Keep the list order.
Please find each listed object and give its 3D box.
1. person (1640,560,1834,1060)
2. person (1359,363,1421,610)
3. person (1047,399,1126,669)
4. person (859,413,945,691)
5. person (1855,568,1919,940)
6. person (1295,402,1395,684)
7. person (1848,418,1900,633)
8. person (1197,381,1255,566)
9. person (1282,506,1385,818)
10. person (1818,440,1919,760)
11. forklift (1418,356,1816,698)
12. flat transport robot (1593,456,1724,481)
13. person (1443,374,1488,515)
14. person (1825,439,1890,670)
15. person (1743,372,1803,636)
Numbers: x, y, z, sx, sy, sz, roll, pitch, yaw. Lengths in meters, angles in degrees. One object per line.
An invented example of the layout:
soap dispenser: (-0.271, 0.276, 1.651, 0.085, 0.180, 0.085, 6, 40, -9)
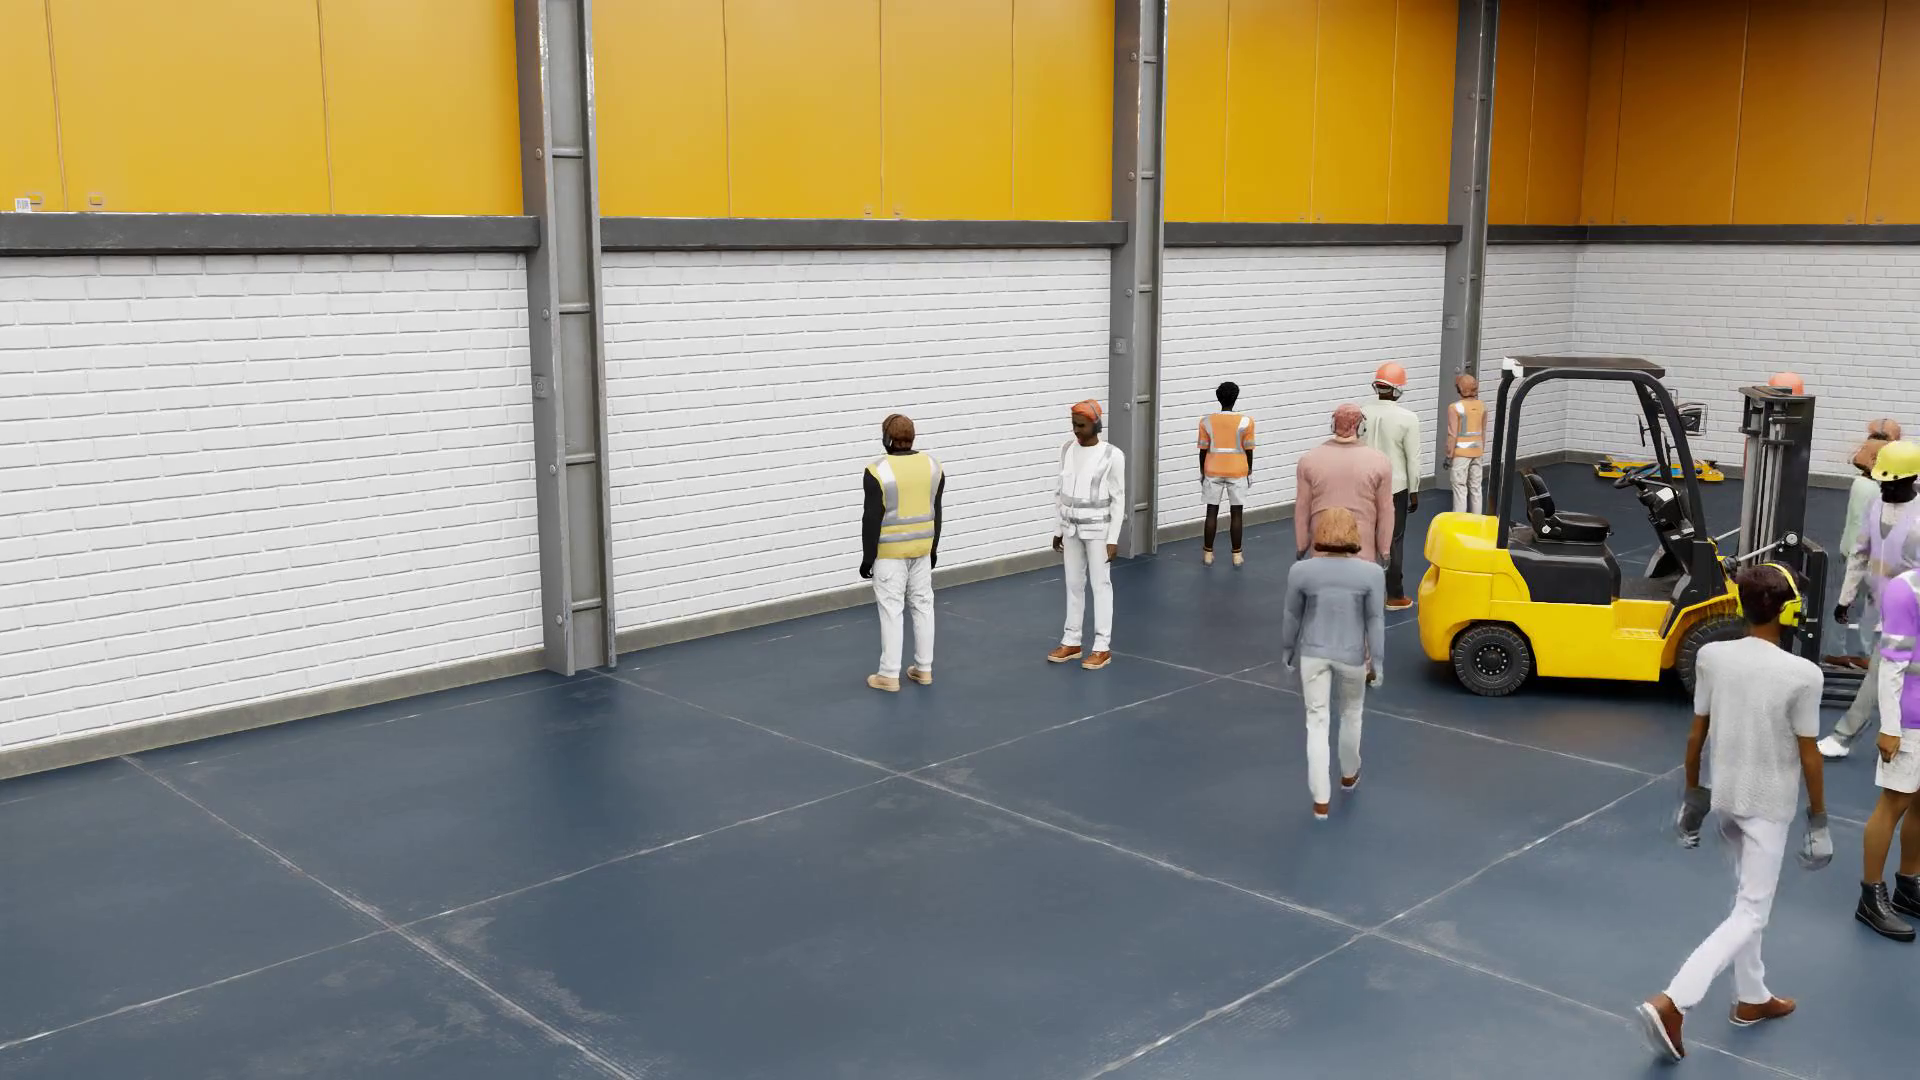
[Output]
person: (2.868, 0.990, 6.119, 0.859, 1.842, 0.522, -5, 11, -23)
person: (3.422, -0.430, 13.414, 0.613, 1.994, 0.381, 8, 13, 37)
person: (0.881, -0.046, 11.615, 0.573, 1.887, 0.353, 10, 14, 42)
person: (-0.404, 0.081, 11.047, 0.621, 1.845, 0.429, -7, 13, -35)
person: (4.174, 0.752, 7.131, 0.551, 1.933, 0.371, -4, 11, -23)
person: (2.582, 0.024, 11.179, 0.651, 1.906, 0.403, 4, 11, 20)
person: (7.018, -0.110, 12.684, 0.516, 1.627, 0.323, -10, 14, -44)
person: (2.426, -0.602, 15.194, 0.530, 1.689, 0.321, 4, 11, 20)
person: (1.974, 0.608, 8.801, 0.532, 1.594, 0.790, 3, 11, 16)
person: (5.271, 0.357, 9.448, 0.930, 1.861, 0.657, -1, 10, -6)
forklift: (4.276, -0.101, 11.076, 2.313, 2.155, 1.214, 2, 11, 13)
flat transport robot: (8.672, -0.898, 20.671, 1.431, 0.197, 0.652, 3, 11, 15)
person: (5.027, -0.827, 16.560, 0.514, 1.636, 0.315, -6, 12, -29)
person: (6.293, 0.117, 11.447, 0.521, 1.617, 0.504, 6, 12, 29)
person: (6.144, -0.275, 12.590, 0.387, 1.989, 0.608, 0, 10, -3)
